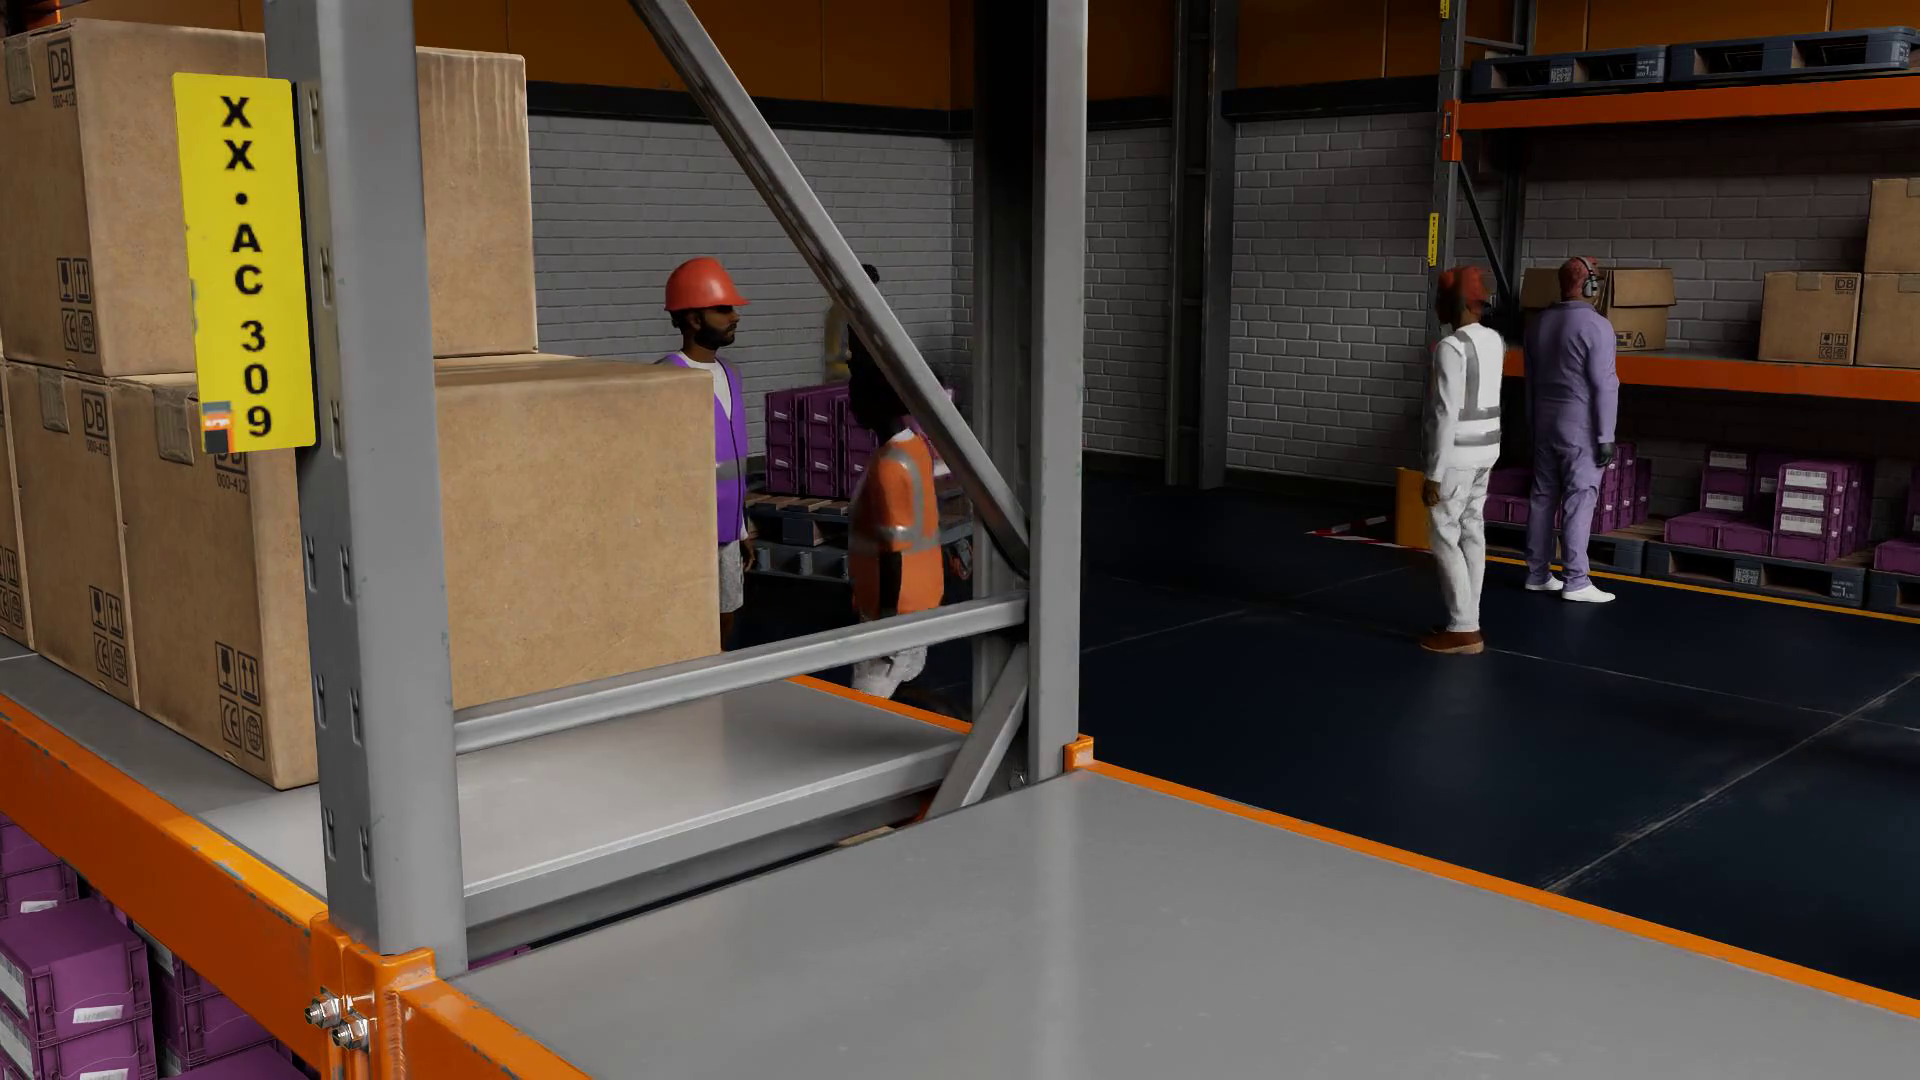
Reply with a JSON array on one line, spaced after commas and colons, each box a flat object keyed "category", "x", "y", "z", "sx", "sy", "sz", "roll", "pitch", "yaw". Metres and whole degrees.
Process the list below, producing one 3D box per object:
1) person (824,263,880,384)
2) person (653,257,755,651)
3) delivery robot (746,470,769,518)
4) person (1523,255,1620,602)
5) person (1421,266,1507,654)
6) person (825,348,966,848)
[{"category": "person", "x": -0.765, "y": -1.070, "z": 11.964, "sx": 0.430, "sy": 1.822, "sz": 0.713, "roll": -5, "pitch": 11, "yaw": -24}, {"category": "person", "x": -0.918, "y": -0.041, "z": 6.033, "sx": 0.345, "sy": 1.942, "sz": 0.551, "roll": 4, "pitch": 11, "yaw": 22}, {"category": "delivery robot", "x": -1.199, "y": -0.193, "z": 10.393, "sx": 0.707, "sy": 0.478, "sz": 0.477, "roll": -7, "pitch": 12, "yaw": -32}, {"category": "person", "x": 3.410, "y": -0.612, "z": 9.236, "sx": 0.410, "sy": 1.913, "sz": 0.643, "roll": -4, "pitch": 11, "yaw": -22}, {"category": "person", "x": 2.435, "y": -0.375, "z": 8.081, "sx": 0.394, "sy": 1.876, "sz": 0.608, "roll": 10, "pitch": 14, "yaw": 43}, {"category": "person", "x": -0.147, "y": 0.204, "z": 5.408, "sx": 0.577, "sy": 1.682, "sz": 0.537, "roll": 1, "pitch": 10, "yaw": 8}]
